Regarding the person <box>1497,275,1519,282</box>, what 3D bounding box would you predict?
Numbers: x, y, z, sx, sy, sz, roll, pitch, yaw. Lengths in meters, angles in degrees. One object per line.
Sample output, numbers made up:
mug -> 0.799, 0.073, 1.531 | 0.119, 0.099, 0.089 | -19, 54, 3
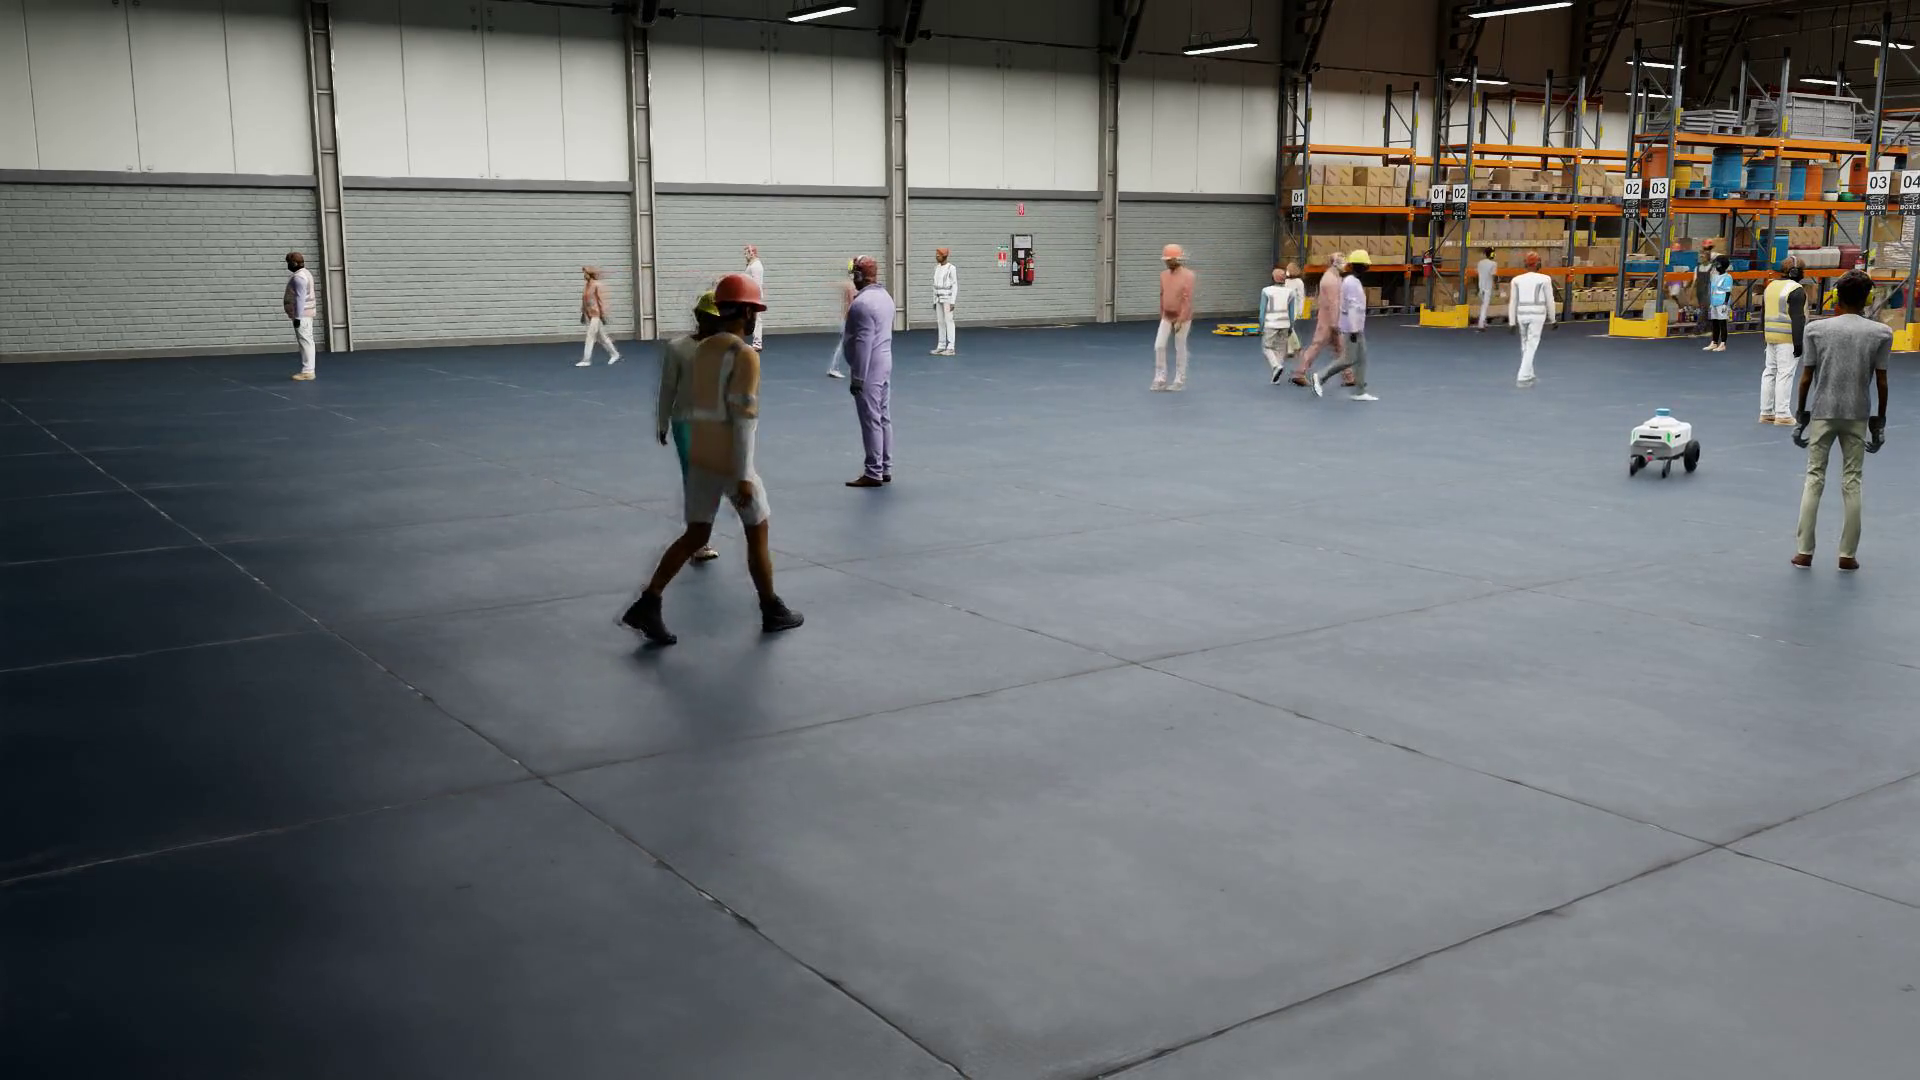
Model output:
person -> 13.656, -6.423, 41.541 | 0.404, 1.833, 0.593 | -8, 13, -37

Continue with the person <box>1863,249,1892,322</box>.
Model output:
person -> 18.122, -4.872, 33.086 | 0.715, 1.809, 0.628 | -10, 14, -44

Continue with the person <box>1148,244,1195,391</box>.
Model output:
person -> 2.816, -2.934, 22.069 | 0.605, 1.953, 0.708 | 9, 14, 41

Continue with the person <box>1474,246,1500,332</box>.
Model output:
person -> 11.516, -5.456, 36.209 | 0.718, 1.842, 0.552 | -6, 12, -30

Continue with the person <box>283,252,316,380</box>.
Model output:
person -> -9.533, -3.230, 24.030 | 0.429, 1.837, 0.621 | -2, 11, -12

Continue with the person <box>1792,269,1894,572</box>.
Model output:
person -> 5.434, -0.730, 10.274 | 0.509, 1.859, 0.312 | 5, 11, 25

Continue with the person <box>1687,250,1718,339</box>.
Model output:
person -> 15.145, -4.985, 33.797 | 0.978, 1.799, 0.538 | -6, 12, -31

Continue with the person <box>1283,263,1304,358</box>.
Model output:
person -> 5.607, -3.885, 28.224 | 0.368, 1.622, 0.508 | -5, 11, -24

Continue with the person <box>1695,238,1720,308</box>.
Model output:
person -> 18.719, -6.541, 41.668 | 0.471, 2.030, 0.624 | -8, 13, -36

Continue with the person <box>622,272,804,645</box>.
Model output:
person -> -1.252, -0.404, 8.429 | 0.973, 1.891, 0.590 | -9, 14, -41

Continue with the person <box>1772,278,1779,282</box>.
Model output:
person -> 20.208, -6.192, 40.803 | 0.516, 1.640, 0.314 | 7, 13, 35

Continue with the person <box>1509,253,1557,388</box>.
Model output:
person -> 7.861, -3.020, 22.861 | 0.853, 1.848, 0.580 | -9, 14, -40

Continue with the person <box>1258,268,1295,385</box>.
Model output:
person -> 4.407, -2.949, 23.055 | 0.525, 1.622, 0.446 | -2, 11, -13

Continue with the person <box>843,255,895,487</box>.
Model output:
person -> -0.772, -1.392, 13.766 | 0.399, 1.905, 0.643 | 3, 11, 16

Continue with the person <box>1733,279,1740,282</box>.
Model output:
person -> 21.972, -7.600, 47.672 | 1.005, 1.945, 0.621 | -5, 11, -25

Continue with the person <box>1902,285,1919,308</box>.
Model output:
person -> 21.741, -5.711, 37.932 | 0.884, 1.724, 0.532 | -9, 13, -39

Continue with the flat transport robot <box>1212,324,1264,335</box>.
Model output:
flat transport robot -> 6.051, -4.419, 34.835 | 1.431, 0.197, 0.652 | -6, 12, -28

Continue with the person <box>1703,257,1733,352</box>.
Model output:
person -> 13.646, -4.227, 29.876 | 0.318, 1.697, 0.536 | -1, 10, -6

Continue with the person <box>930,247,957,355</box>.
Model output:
person -> -0.275, -4.168, 29.043 | 0.349, 1.881, 0.577 | -7, 13, -35

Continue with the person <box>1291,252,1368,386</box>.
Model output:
person -> 5.067, -3.015, 22.844 | 1.026, 1.857, 0.642 | 3, 11, 14

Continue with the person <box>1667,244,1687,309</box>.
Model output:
person -> 17.047, -6.135, 39.809 | 0.978, 1.882, 0.572 | -5, 12, -27

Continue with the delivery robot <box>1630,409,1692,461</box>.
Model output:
delivery robot -> 6.125, -0.902, 14.520 | 0.477, 0.478, 0.707 | 8, 13, 37

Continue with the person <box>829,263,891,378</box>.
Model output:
person -> -1.512, -3.210, 24.255 | 0.922, 1.721, 0.527 | 4, 11, 19

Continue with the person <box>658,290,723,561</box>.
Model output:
person -> -1.633, -0.729, 10.619 | 0.548, 1.717, 0.802 | -5, 11, -24

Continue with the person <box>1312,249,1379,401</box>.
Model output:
person -> 4.872, -2.687, 20.863 | 0.747, 1.906, 0.599 | 5, 11, 24

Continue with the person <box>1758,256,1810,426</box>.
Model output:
person -> 9.051, -2.176, 18.231 | 0.429, 1.842, 0.634 | -1, 10, -5

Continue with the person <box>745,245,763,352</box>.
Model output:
person -> -3.735, -4.341, 29.935 | 0.410, 1.905, 0.641 | -1, 10, -6

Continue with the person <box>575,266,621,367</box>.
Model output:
person -> -5.814, -3.588, 26.627 | 0.833, 1.599, 0.527 | -8, 13, -39
